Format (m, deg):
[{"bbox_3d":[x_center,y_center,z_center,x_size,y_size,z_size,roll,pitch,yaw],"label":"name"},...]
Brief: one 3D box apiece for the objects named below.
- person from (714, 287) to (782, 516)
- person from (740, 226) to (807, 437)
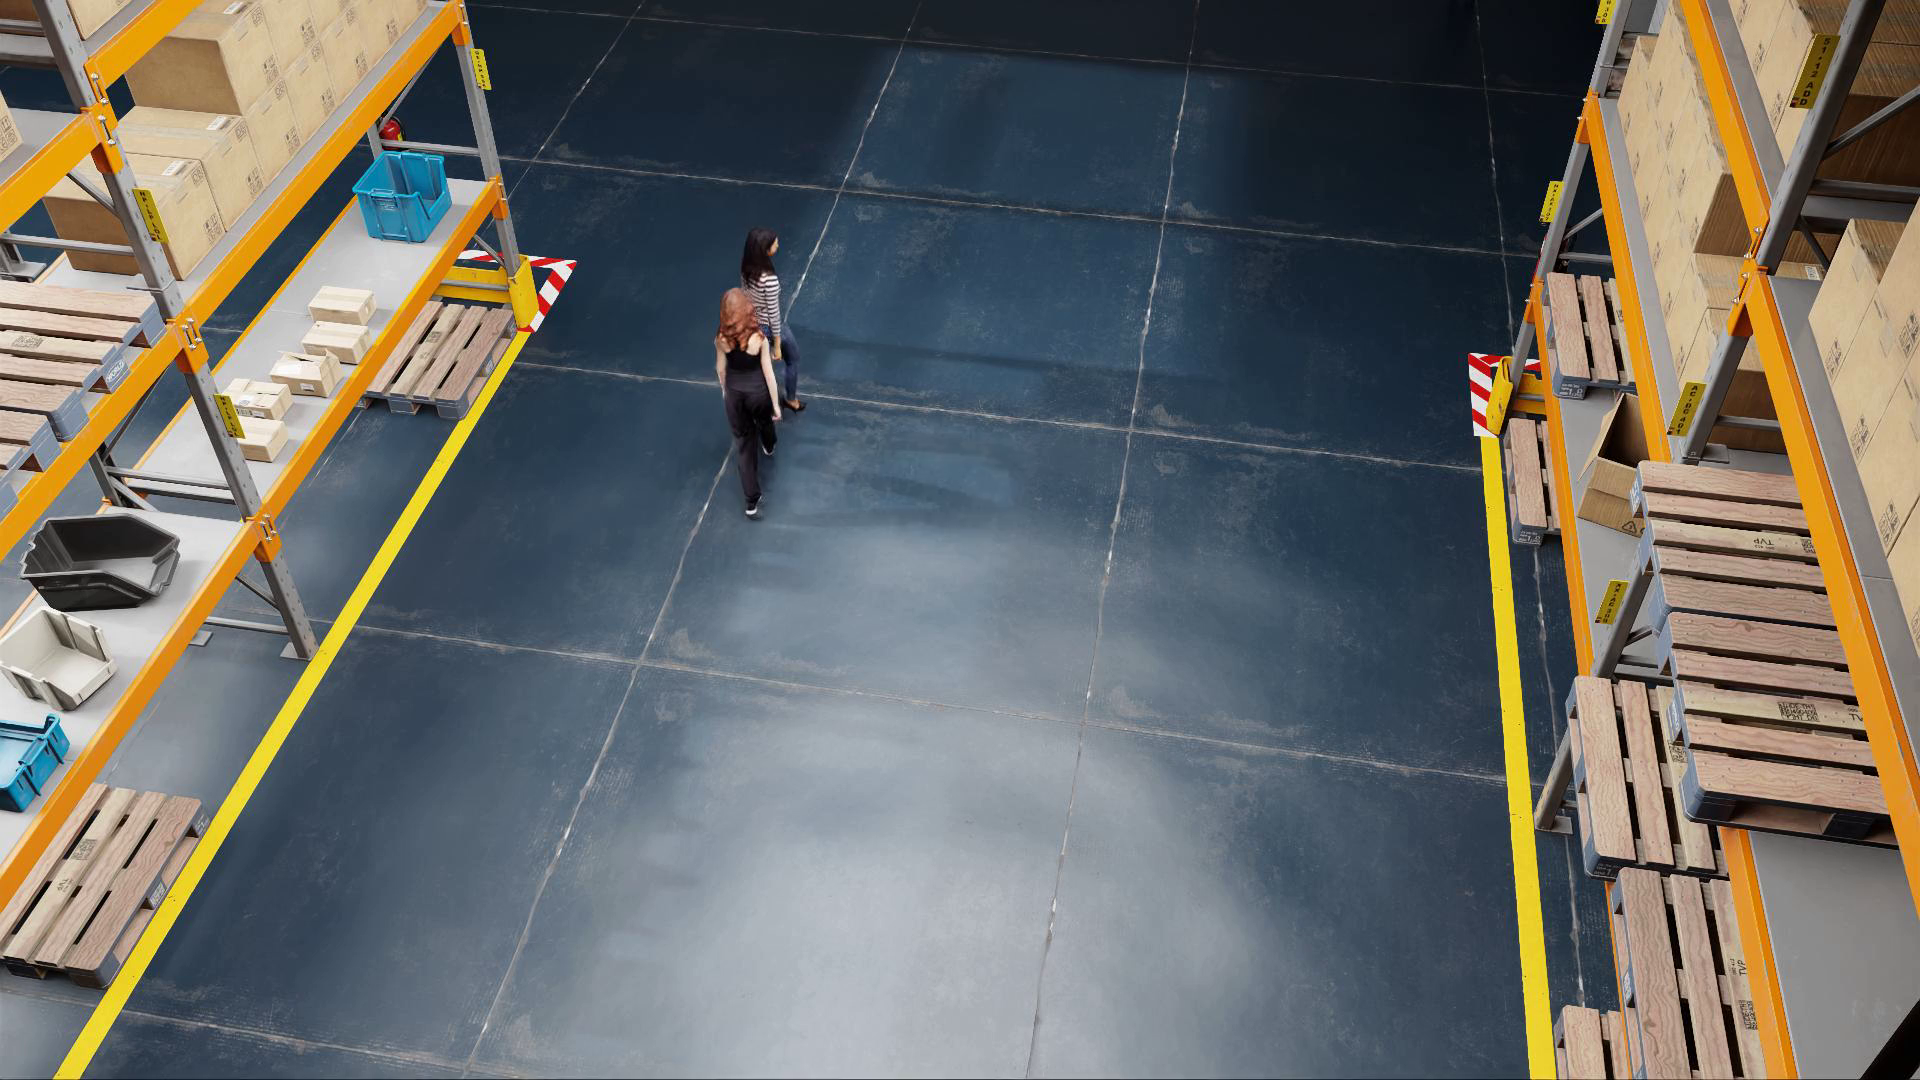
[{"bbox_3d":[-1.526,-0.935,11.790,0.722,1.682,1.164,1,44,1],"label":"person"},{"bbox_3d":[-1.524,-1.484,12.303,0.840,1.769,0.918,34,53,31],"label":"person"}]
